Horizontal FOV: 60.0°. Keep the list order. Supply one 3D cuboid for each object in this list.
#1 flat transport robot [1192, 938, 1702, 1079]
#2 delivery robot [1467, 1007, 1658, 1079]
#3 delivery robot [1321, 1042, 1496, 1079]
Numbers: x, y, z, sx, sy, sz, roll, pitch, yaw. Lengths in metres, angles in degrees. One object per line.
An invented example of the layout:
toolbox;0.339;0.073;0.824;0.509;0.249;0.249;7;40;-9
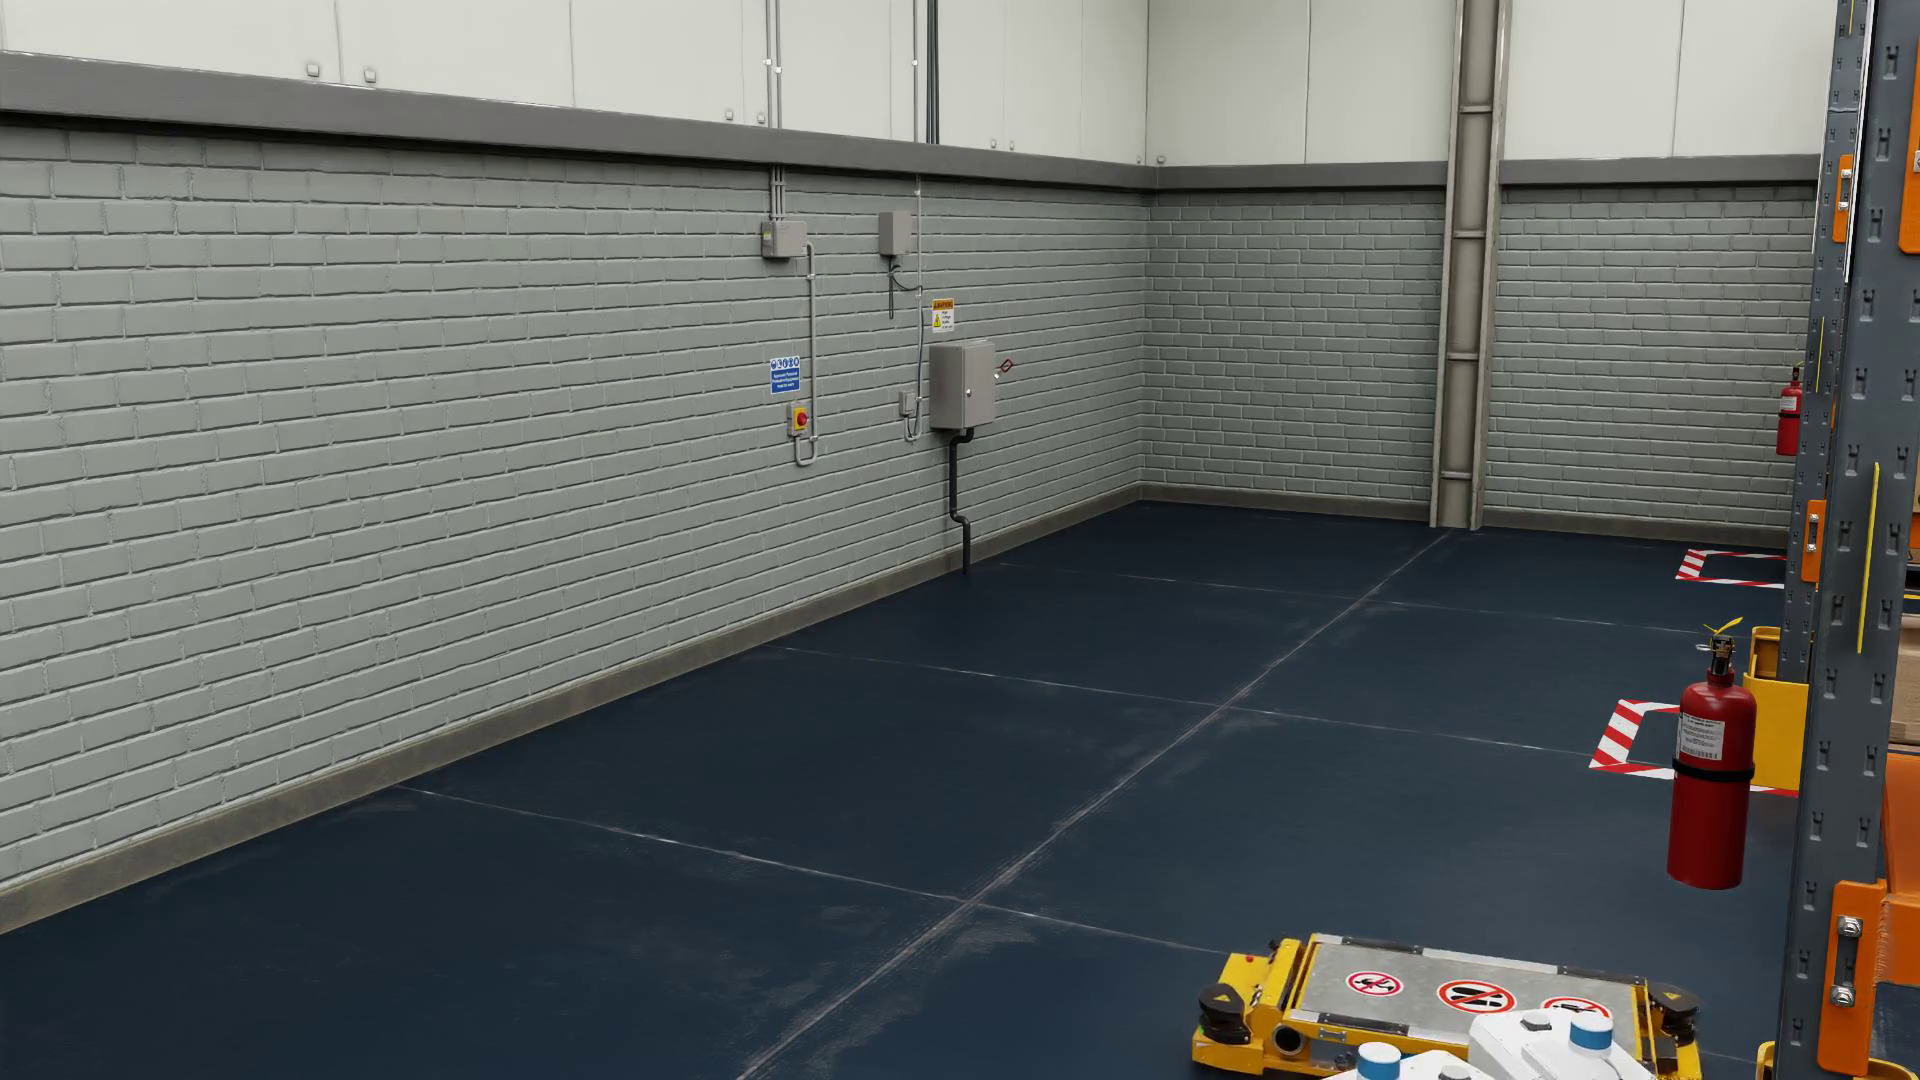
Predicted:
flat transport robot;1.479;1.470;5.058;1.431;0.197;0.652;4;11;19
delivery robot;1.580;1.438;4.200;0.477;0.478;0.707;-2;10;-10
delivery robot;1.009;1.467;4.045;0.707;0.478;0.477;-6;12;-28
